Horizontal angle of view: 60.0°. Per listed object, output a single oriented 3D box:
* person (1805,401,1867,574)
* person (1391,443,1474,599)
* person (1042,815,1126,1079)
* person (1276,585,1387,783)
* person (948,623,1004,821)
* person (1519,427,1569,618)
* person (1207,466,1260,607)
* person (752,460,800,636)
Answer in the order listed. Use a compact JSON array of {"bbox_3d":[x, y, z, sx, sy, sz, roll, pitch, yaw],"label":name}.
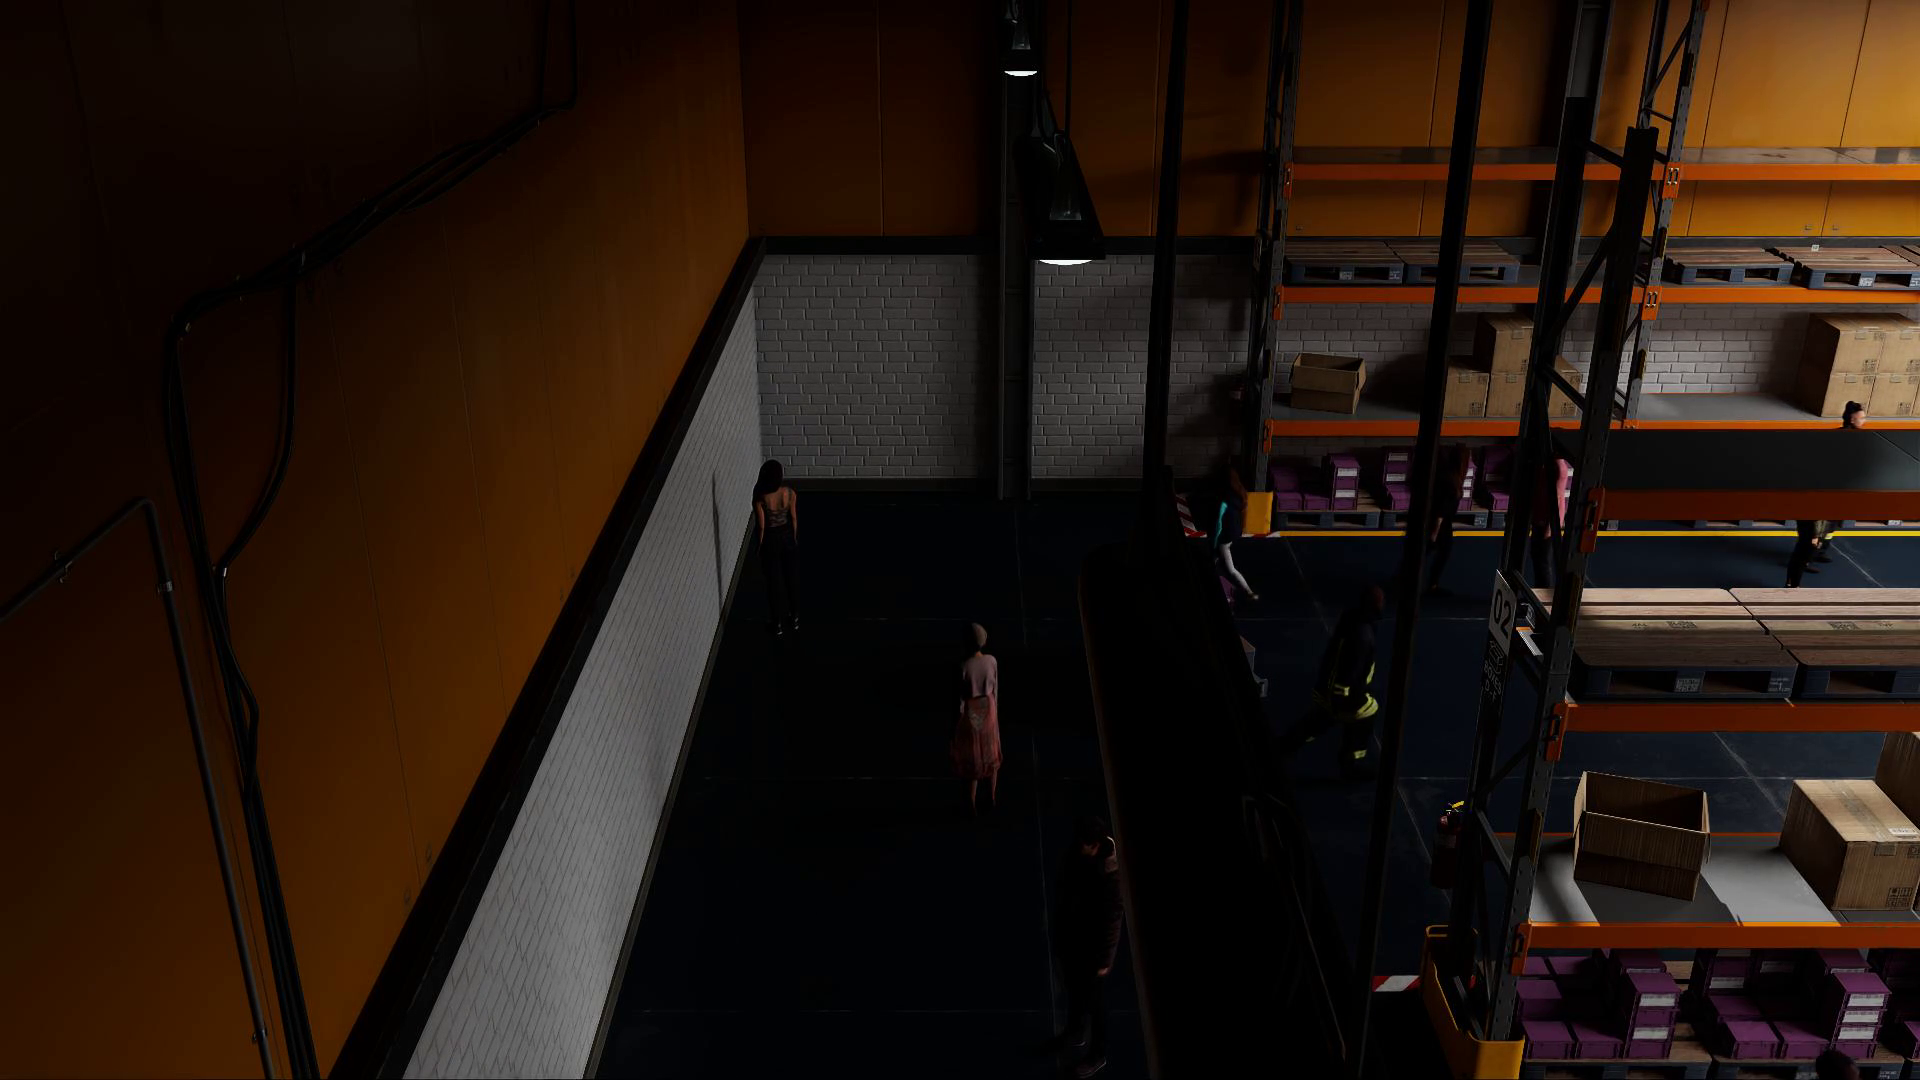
[{"bbox_3d":[9.174,-0.586,17.499,0.939,1.856,0.882,21,31,40],"label":"person"},{"bbox_3d":[4.767,-0.197,16.839,0.929,1.670,0.722,4,24,9],"label":"person"},{"bbox_3d":[0.792,2.510,10.426,0.875,1.848,0.870,-13,27,-28],"label":"person"},{"bbox_3d":[3.070,1.161,13.597,1.129,1.780,0.785,0,24,1],"label":"person"},{"bbox_3d":[0.127,1.431,13.090,0.658,1.690,0.747,-13,27,-27],"label":"person"},{"bbox_3d":[5.823,-0.187,16.457,0.561,1.958,0.635,2,24,3],"label":"person"},{"bbox_3d":[2.707,-0.013,16.669,1.064,1.469,0.830,10,26,22],"label":"person"},{"bbox_3d":[-1.765,0.058,16.133,0.639,1.769,0.753,-13,27,-27],"label":"person"}]
